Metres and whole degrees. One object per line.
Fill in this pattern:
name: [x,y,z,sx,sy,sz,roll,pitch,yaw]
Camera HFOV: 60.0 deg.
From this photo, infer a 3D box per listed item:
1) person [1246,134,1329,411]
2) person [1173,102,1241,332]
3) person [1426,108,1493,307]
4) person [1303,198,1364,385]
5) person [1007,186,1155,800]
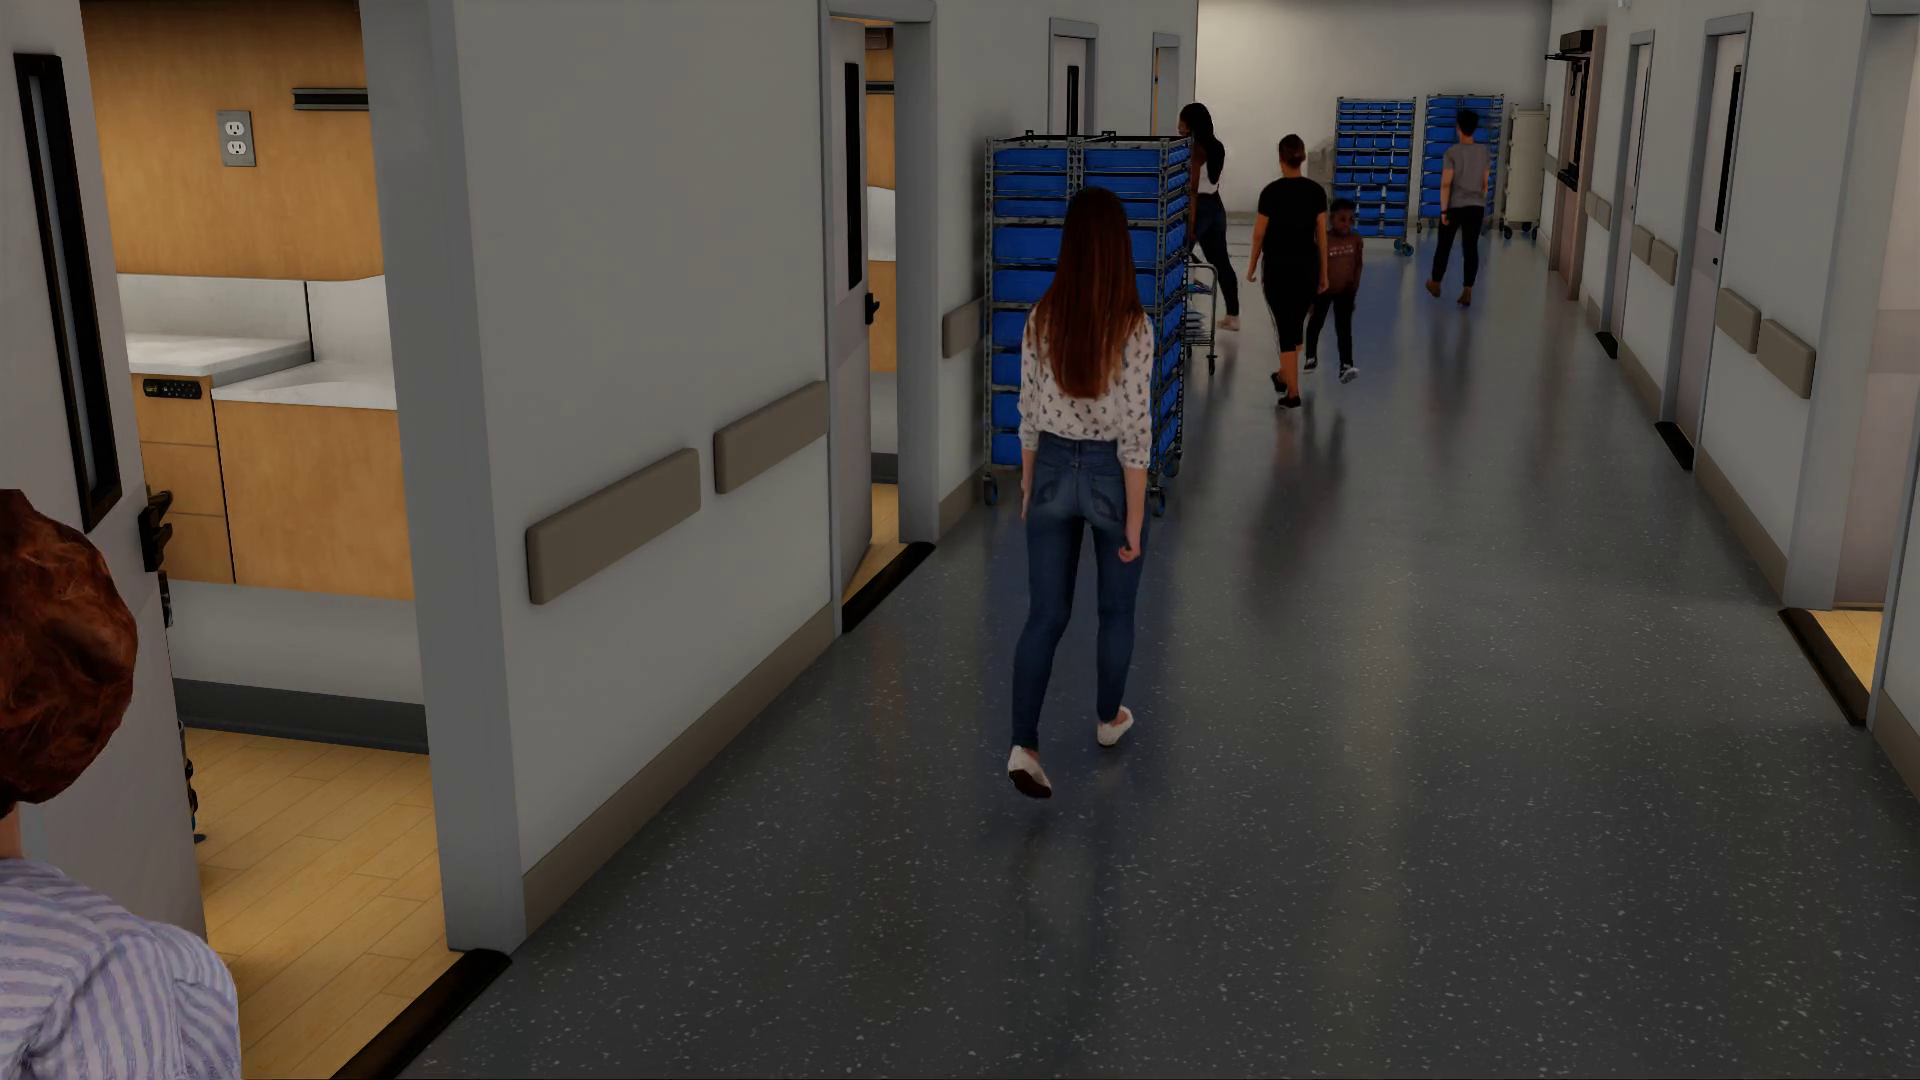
person: [2.035,-1.607,10.146,0.846,1.639,1.040,-3,16,-10]
person: [1.950,-2.461,12.973,1.210,1.748,1.136,-13,20,-39]
person: [4.453,-2.898,14.638,0.756,1.686,1.075,1,16,2]
person: [2.467,-1.635,11.070,0.731,1.191,1.039,0,16,0]
person: [0.318,-0.097,4.681,0.689,1.697,1.150,6,17,22]
